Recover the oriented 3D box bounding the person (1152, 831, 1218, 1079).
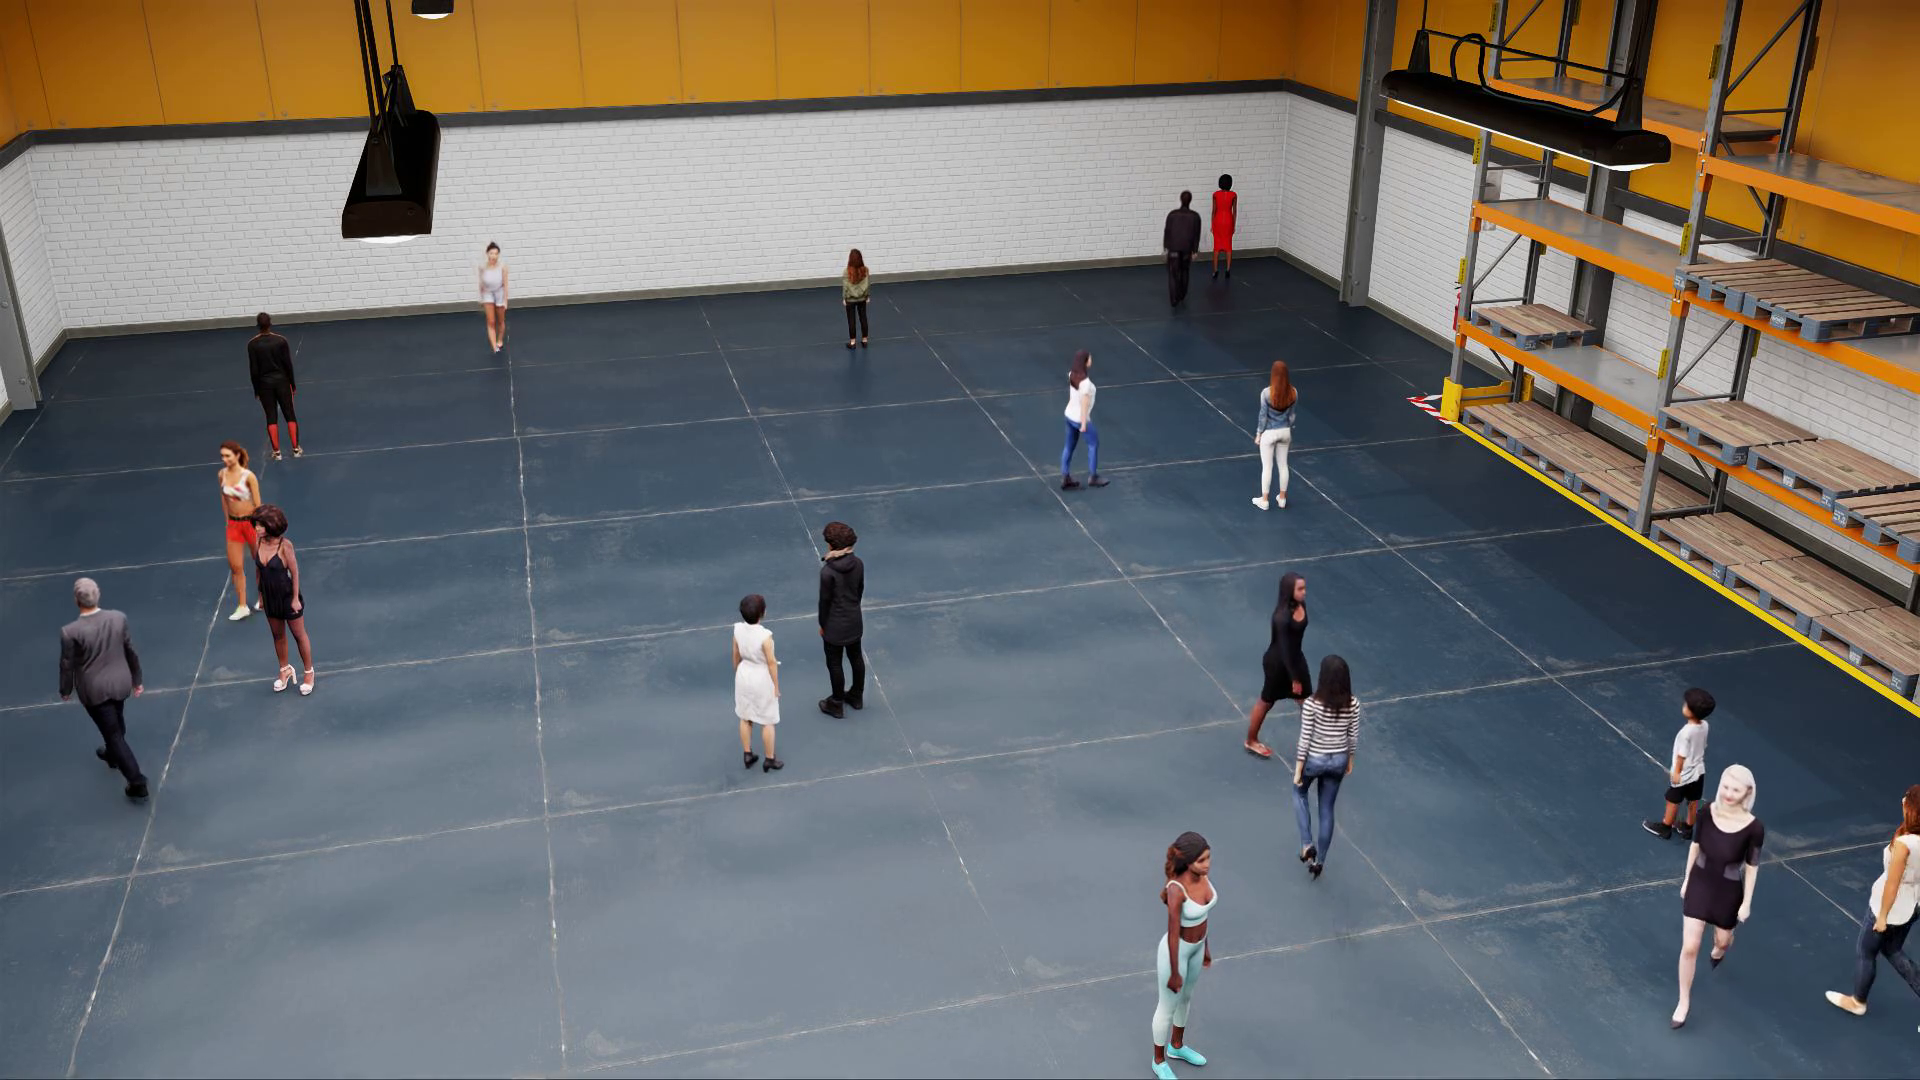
[{"bbox_3d":[1.358,2.520,10.117,0.689,1.724,0.651,19,30,36],"label":"person"}]

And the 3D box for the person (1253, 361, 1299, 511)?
[{"bbox_3d":[3.534,-1.169,18.585,0.611,1.701,0.493,-6,24,-14],"label":"person"}]

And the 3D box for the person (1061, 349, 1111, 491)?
[{"bbox_3d":[1.283,-1.344,19.027,0.771,1.668,0.781,-13,27,-27],"label":"person"}]

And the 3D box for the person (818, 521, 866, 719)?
[{"bbox_3d":[-1.006,0.685,14.254,0.739,1.774,0.713,21,31,39],"label":"person"}]

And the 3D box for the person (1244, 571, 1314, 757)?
[{"bbox_3d":[2.553,1.037,13.552,1.139,1.690,1.014,17,29,34],"label":"person"}]

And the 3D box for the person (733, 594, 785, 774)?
[{"bbox_3d":[-1.646,1.154,13.456,0.641,1.554,0.695,12,26,25],"label":"person"}]

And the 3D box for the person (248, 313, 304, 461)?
[{"bbox_3d":[-8.257,-1.864,20.039,0.675,1.810,0.601,-12,26,-25],"label":"person"}]

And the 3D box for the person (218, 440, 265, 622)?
[{"bbox_3d":[-6.894,-0.154,16.170,0.787,1.777,0.930,3,24,7],"label":"person"}]

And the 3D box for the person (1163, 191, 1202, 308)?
[{"bbox_3d":[3.460,-4.557,26.199,0.868,1.812,1.173,-1,24,-2],"label":"person"}]

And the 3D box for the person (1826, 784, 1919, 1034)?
[{"bbox_3d":[5.980,2.349,10.454,0.758,1.767,0.986,-15,28,-30],"label":"person"}]

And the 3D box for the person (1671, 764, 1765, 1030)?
[{"bbox_3d":[4.875,2.240,10.661,1.087,1.802,1.074,17,29,34],"label":"person"}]

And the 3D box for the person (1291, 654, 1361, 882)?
[{"bbox_3d":[2.634,1.695,11.941,0.661,1.775,0.663,-3,24,-7],"label":"person"}]

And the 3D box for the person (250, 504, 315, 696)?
[{"bbox_3d":[-5.960,0.518,14.616,0.656,1.789,0.681,6,24,14],"label":"person"}]

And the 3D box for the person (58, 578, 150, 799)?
[{"bbox_3d":[-6.684,1.198,13.062,1.286,1.788,1.192,15,28,31],"label":"person"}]

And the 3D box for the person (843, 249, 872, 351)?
[{"bbox_3d":[-1.510,-3.526,24.258,0.608,1.476,0.560,-10,26,-22],"label":"person"}]

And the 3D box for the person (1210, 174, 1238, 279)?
[{"bbox_3d":[4.415,-5.263,27.898,0.627,1.743,0.615,2,24,6],"label":"person"}]

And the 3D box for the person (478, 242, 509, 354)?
[{"bbox_3d":[-6.760,-3.514,24.110,0.604,1.574,0.950,-2,24,-5],"label":"person"}]

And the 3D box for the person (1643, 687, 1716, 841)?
[{"bbox_3d":[5.518,1.712,12.551,0.577,1.255,0.629,-14,27,-29],"label":"person"}]
